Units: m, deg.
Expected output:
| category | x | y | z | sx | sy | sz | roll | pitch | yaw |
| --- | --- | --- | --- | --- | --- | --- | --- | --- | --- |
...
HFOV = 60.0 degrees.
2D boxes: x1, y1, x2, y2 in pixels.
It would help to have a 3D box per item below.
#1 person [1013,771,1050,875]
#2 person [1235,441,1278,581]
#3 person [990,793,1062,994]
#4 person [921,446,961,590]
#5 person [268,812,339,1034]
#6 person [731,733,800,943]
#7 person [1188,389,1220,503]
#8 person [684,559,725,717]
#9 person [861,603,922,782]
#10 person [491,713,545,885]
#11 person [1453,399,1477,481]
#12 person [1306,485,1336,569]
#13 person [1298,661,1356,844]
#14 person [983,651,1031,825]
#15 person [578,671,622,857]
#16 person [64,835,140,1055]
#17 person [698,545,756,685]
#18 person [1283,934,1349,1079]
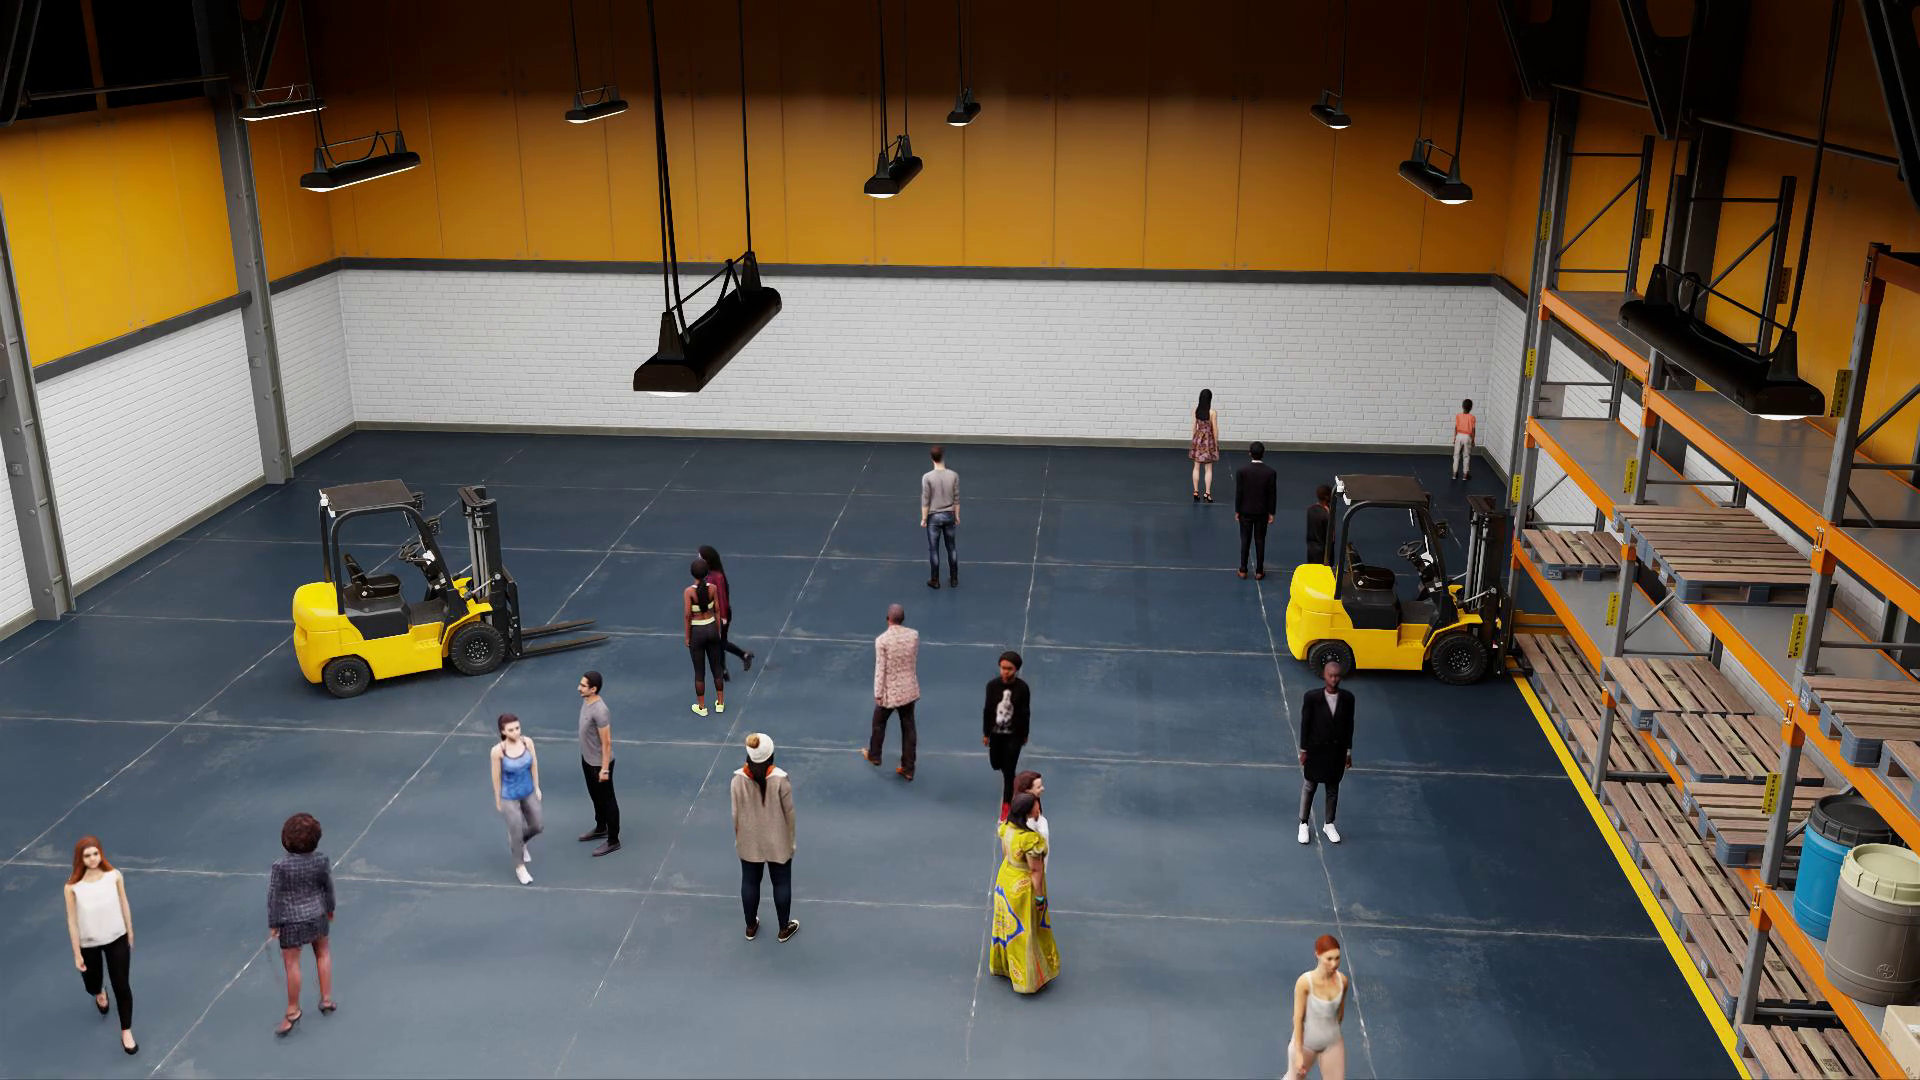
| category | x | y | z | sx | sy | sz | roll | pitch | yaw |
| --- | --- | --- | --- | --- | --- | --- | --- | --- | --- |
| person | 0.516 | 2.649 | 13.185 | 0.681 | 1.795 | 0.479 | 0 | 19 | 0 |
| person | 3.906 | -0.394 | 22.082 | 0.705 | 1.884 | 0.558 | 3 | 19 | 8 |
| person | 0.492 | 2.750 | 13.097 | 1.059 | 1.658 | 0.962 | -11 | 21 | -29 |
| person | -0.242 | -0.294 | 21.755 | 0.753 | 1.903 | 0.703 | -5 | 19 | -14 |
| person | -5.000 | 2.907 | 12.587 | 0.860 | 1.688 | 0.791 | 14 | 23 | 36 |
| person | -1.618 | 2.424 | 13.703 | 0.684 | 1.890 | 0.660 | 3 | 19 | 8 |
| person | 3.731 | -1.442 | 25.366 | 0.788 | 1.774 | 0.823 | 12 | 22 | 31 |
| person | -2.767 | 1.048 | 18.004 | 0.637 | 1.753 | 0.653 | -9 | 21 | -24 |
| person | -0.575 | 1.542 | 16.499 | 1.004 | 1.777 | 1.119 | -11 | 21 | -29 |
| person | -3.934 | 2.244 | 14.693 | 0.772 | 1.599 | 0.834 | -14 | 23 | -37 |
| person | 8.068 | -1.618 | 26.611 | 0.553 | 1.311 | 0.581 | 11 | 21 | 29 |
| person | 4.417 | 0.187 | 20.471 | 0.759 | 1.810 | 0.657 | -10 | 21 | -27 |
| person | 3.372 | 1.939 | 15.344 | 0.664 | 1.761 | 0.582 | 0 | 19 | -1 |
| person | 0.445 | 1.822 | 15.865 | 0.693 | 1.651 | 1.038 | 4 | 19 | 12 |
| person | -3.299 | 1.997 | 15.183 | 0.776 | 1.754 | 0.681 | -10 | 21 | -28 |
| person | -6.412 | 2.967 | 12.380 | 0.934 | 1.705 | 1.056 | -12 | 22 | -32 |
| person | -2.654 | 0.828 | 18.842 | 0.917 | 1.635 | 0.881 | -13 | 22 | -33 |
| person | 2.376 | 3.390 | 11.295 | 0.731 | 1.595 | 1.107 | -3 | 19 | -9 |
